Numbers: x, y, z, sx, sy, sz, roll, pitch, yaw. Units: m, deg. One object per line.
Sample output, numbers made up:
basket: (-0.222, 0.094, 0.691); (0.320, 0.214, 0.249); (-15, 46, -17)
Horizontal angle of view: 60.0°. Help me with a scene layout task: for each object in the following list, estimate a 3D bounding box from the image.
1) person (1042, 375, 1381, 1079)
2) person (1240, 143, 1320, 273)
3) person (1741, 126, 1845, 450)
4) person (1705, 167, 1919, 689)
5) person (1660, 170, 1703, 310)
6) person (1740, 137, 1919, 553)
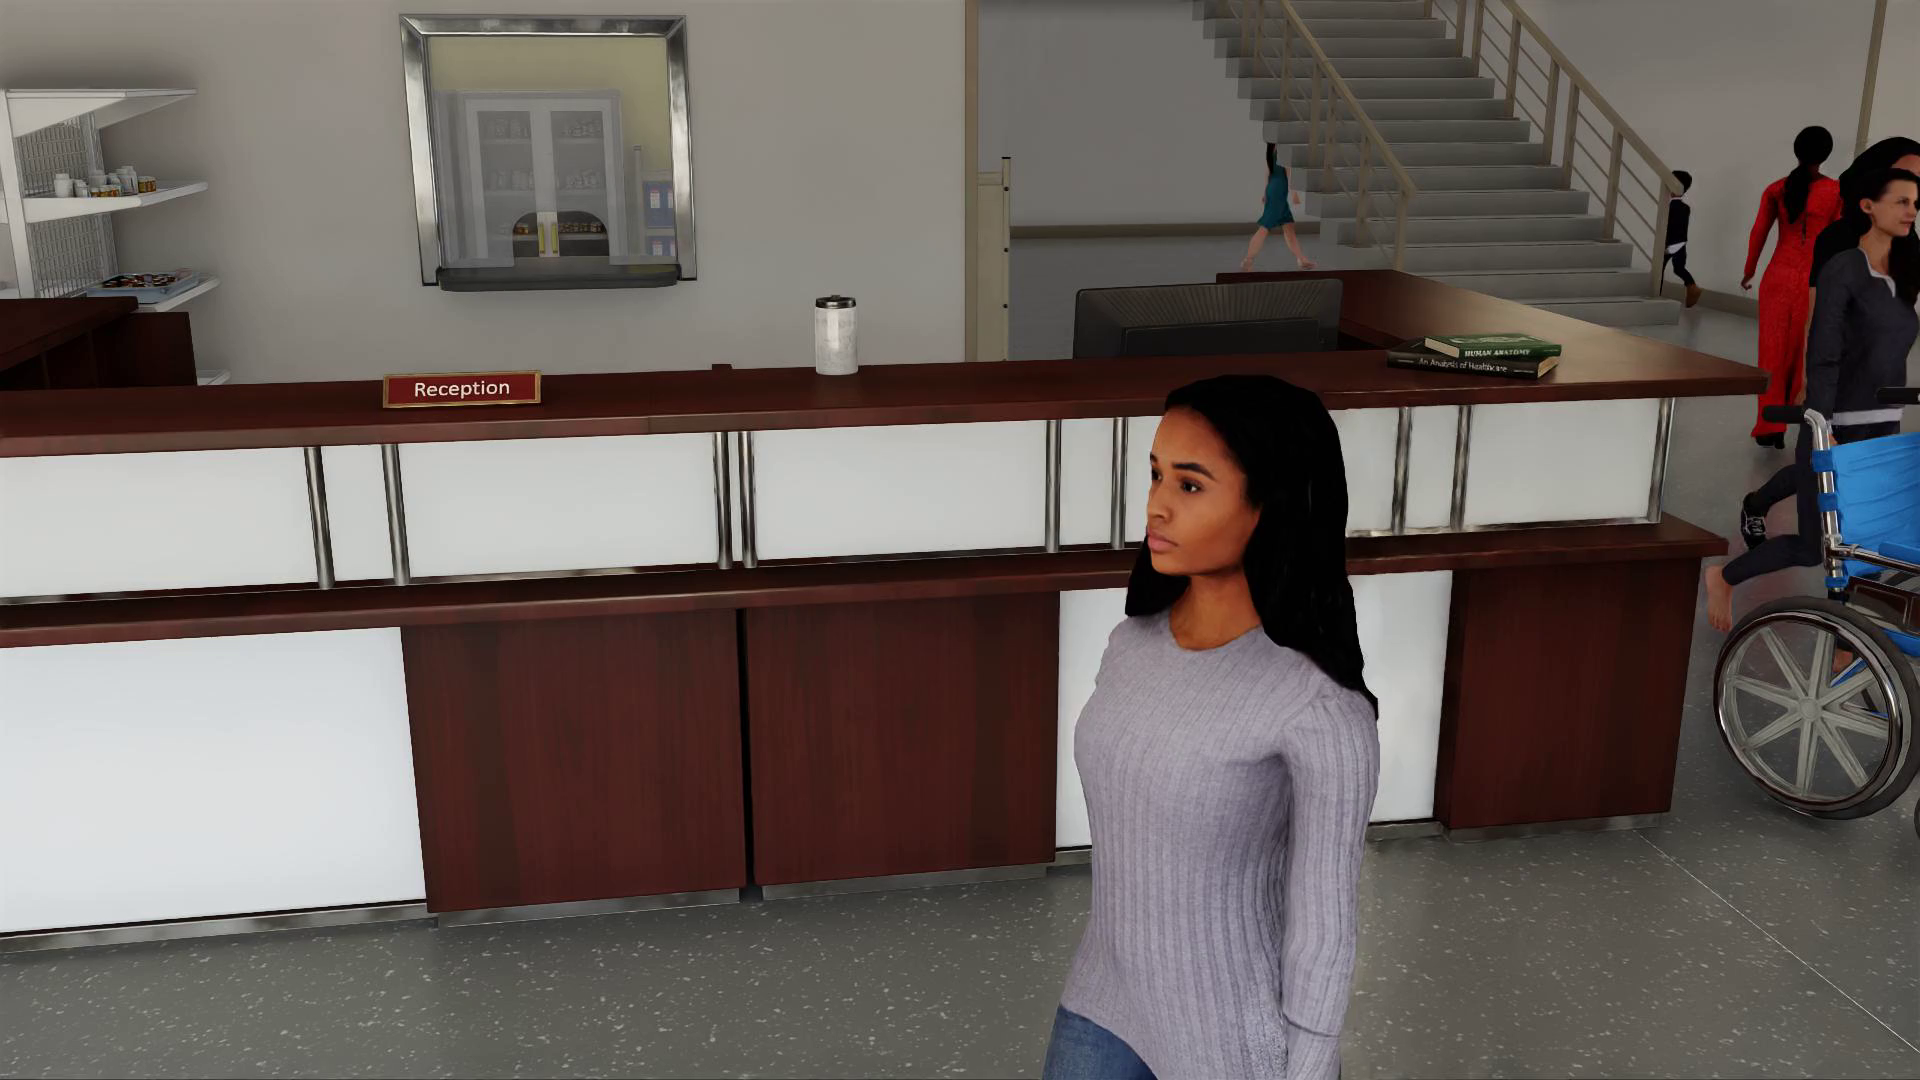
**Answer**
person: (0.404, 0.652, 2.162); (0.982, 1.703, 1.168); (-10, 19, -31)
person: (3.118, -3.434, 16.787); (0.655, 1.631, 0.996); (-3, 16, -9)
person: (4.605, -1.343, 9.177); (1.030, 1.736, 1.244); (5, 16, 17)
person: (2.996, -0.389, 5.758); (0.783, 1.755, 1.017); (-8, 18, -26)
person: (6.420, -2.671, 14.860); (0.586, 1.208, 0.853); (-6, 17, -20)
person: (3.485, -0.669, 6.627); (0.660, 1.810, 1.018); (-2, 16, -9)
